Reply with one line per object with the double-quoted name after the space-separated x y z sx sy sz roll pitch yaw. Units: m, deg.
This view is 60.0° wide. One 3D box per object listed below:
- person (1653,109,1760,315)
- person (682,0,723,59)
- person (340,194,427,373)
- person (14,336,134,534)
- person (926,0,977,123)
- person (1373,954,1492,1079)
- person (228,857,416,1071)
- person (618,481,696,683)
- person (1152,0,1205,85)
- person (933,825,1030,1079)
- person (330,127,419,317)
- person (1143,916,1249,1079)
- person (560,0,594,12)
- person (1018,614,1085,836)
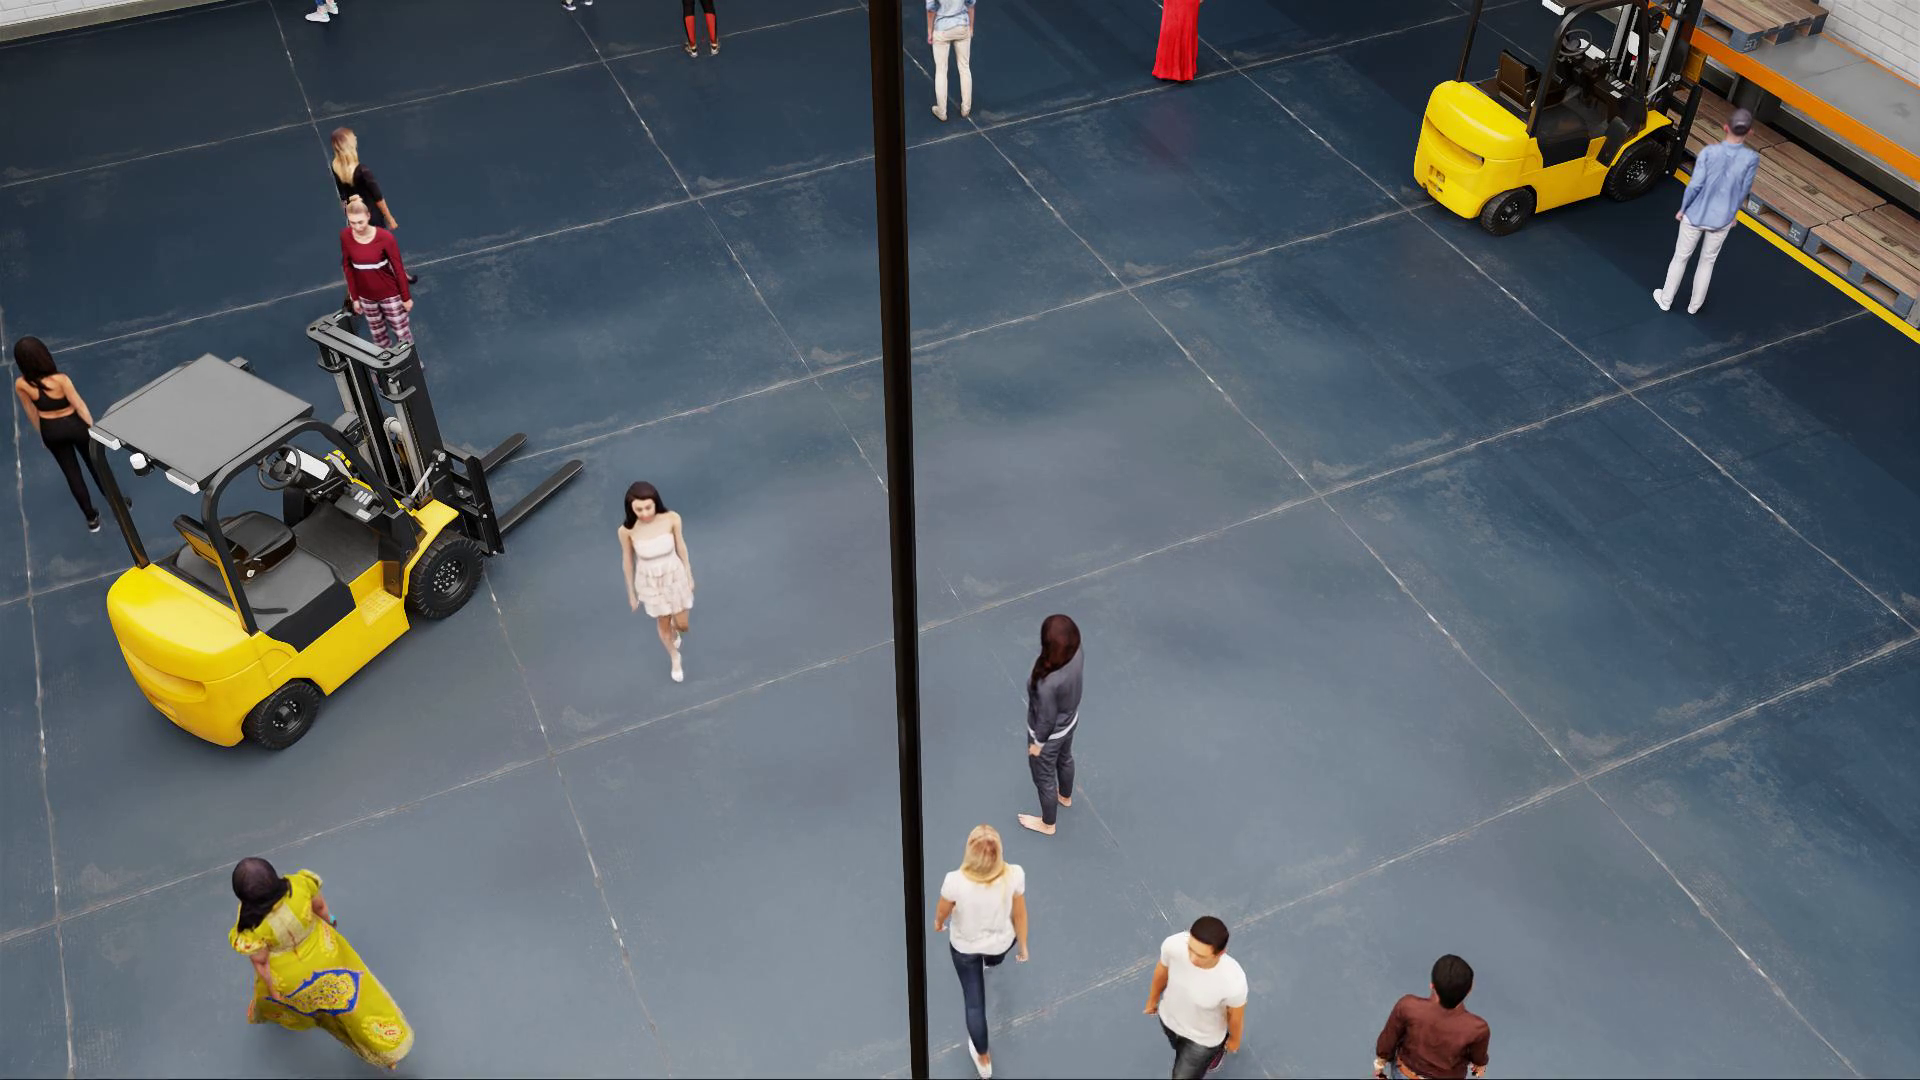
6.209 -2.707 13.778 0.742 1.886 0.779 10 44 10 "person"
-2.765 -5.899 17.185 0.671 1.808 0.593 -10 44 -10 "person"
-4.577 -1.961 13.128 0.681 1.702 0.651 0 44 0 "person"
-6.399 -0.760 11.909 0.603 1.644 0.583 -11 45 -12 "person"
-0.085 -4.975 16.186 0.691 1.848 0.620 -9 44 -10 "person"
2.259 2.715 8.182 0.876 1.754 0.930 23 48 22 "person"
-3.415 2.262 8.768 1.341 1.612 1.076 30 51 28 "person"
-1.946 0.231 10.812 0.637 1.723 0.709 -12 45 -12 "person"
2.226 -5.456 16.746 0.730 1.783 0.792 15 46 15 "person"
0.139 2.200 8.716 0.820 1.763 1.189 -7 44 -7 "person"
-4.990 -2.620 13.860 1.064 1.646 0.964 26 49 25 "person"
1.253 2.401 8.510 1.149 1.766 0.996 33 53 30 "person"
-4.290 -6.609 18.017 0.594 1.698 0.578 -22 48 -21 "person"
0.561 1.083 9.885 0.717 1.768 0.692 21 47 20 "person"
